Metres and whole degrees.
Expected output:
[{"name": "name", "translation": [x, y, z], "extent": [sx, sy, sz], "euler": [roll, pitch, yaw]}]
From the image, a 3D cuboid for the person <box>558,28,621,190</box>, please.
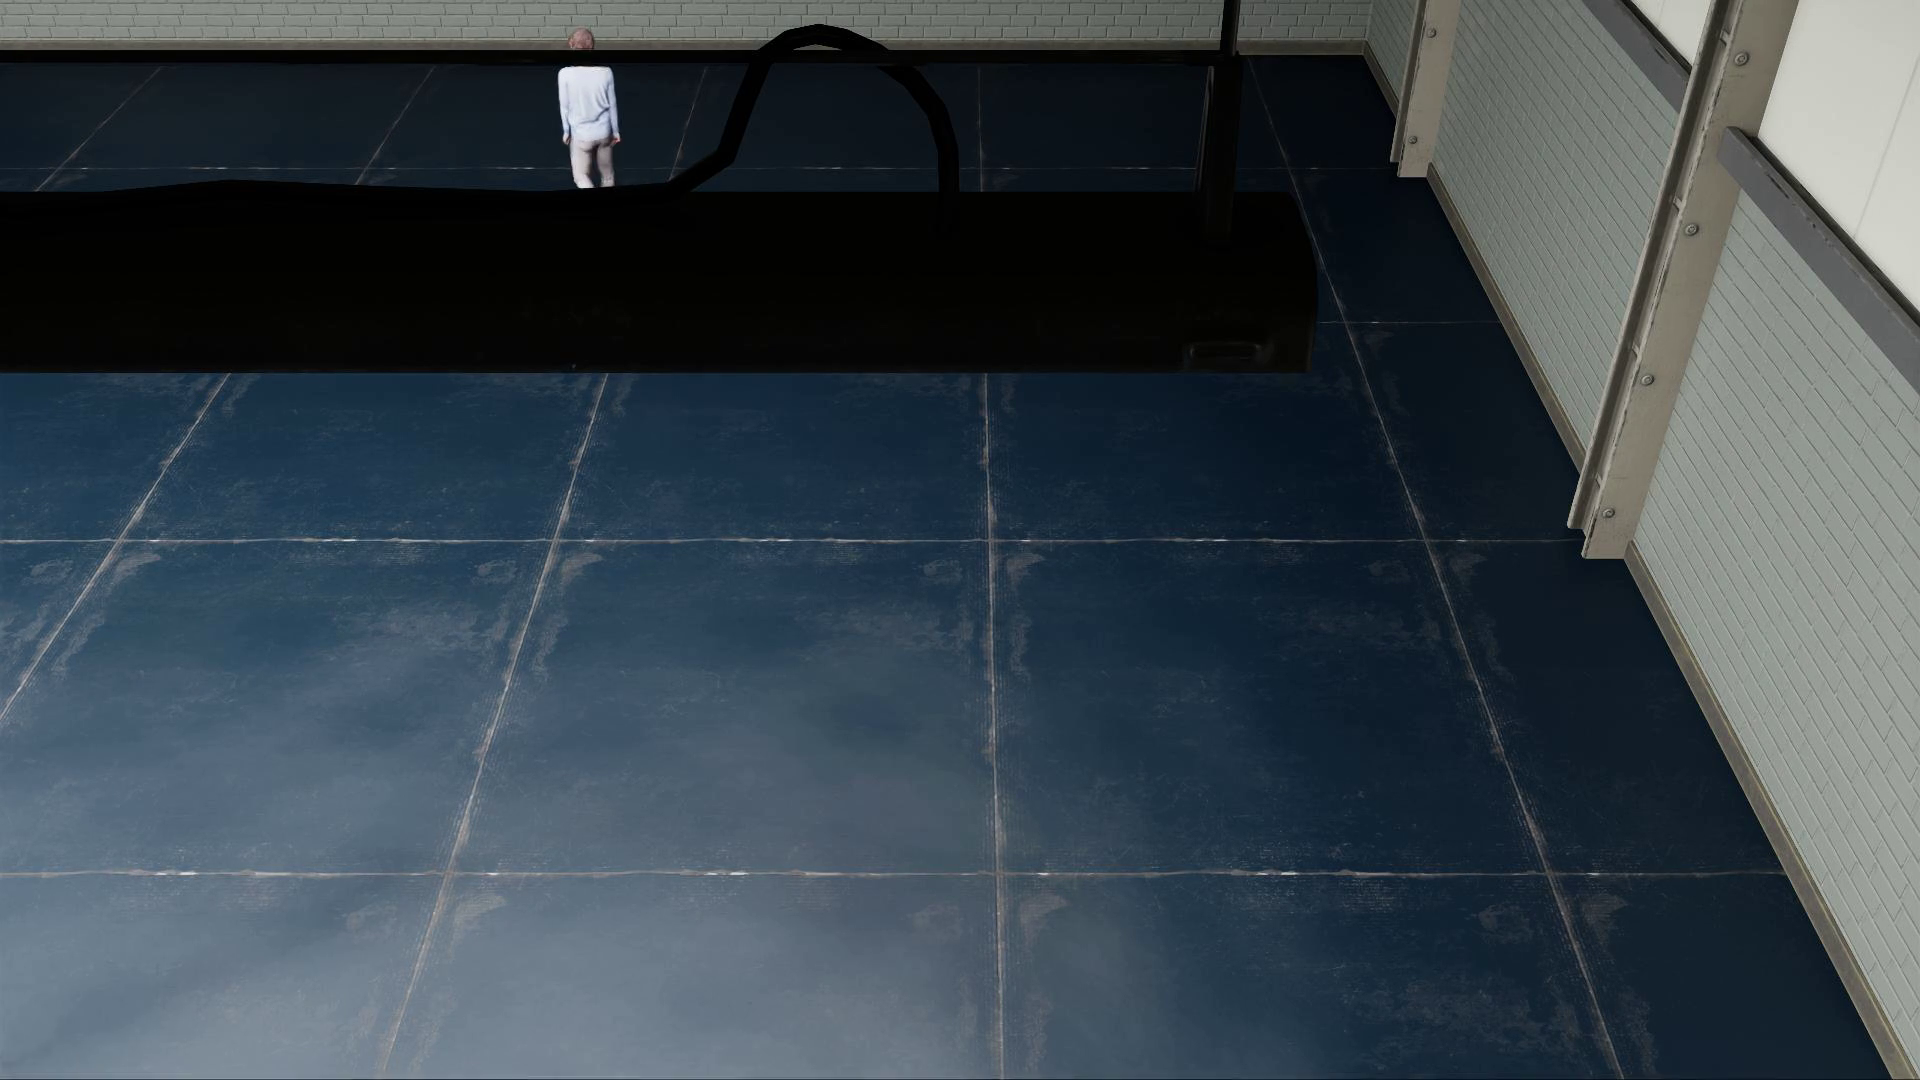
[{"name": "person", "translation": [-3.196, -3.484, 14.479], "extent": [0.910, 1.874, 1.153], "euler": [-13, 39, -16]}]
